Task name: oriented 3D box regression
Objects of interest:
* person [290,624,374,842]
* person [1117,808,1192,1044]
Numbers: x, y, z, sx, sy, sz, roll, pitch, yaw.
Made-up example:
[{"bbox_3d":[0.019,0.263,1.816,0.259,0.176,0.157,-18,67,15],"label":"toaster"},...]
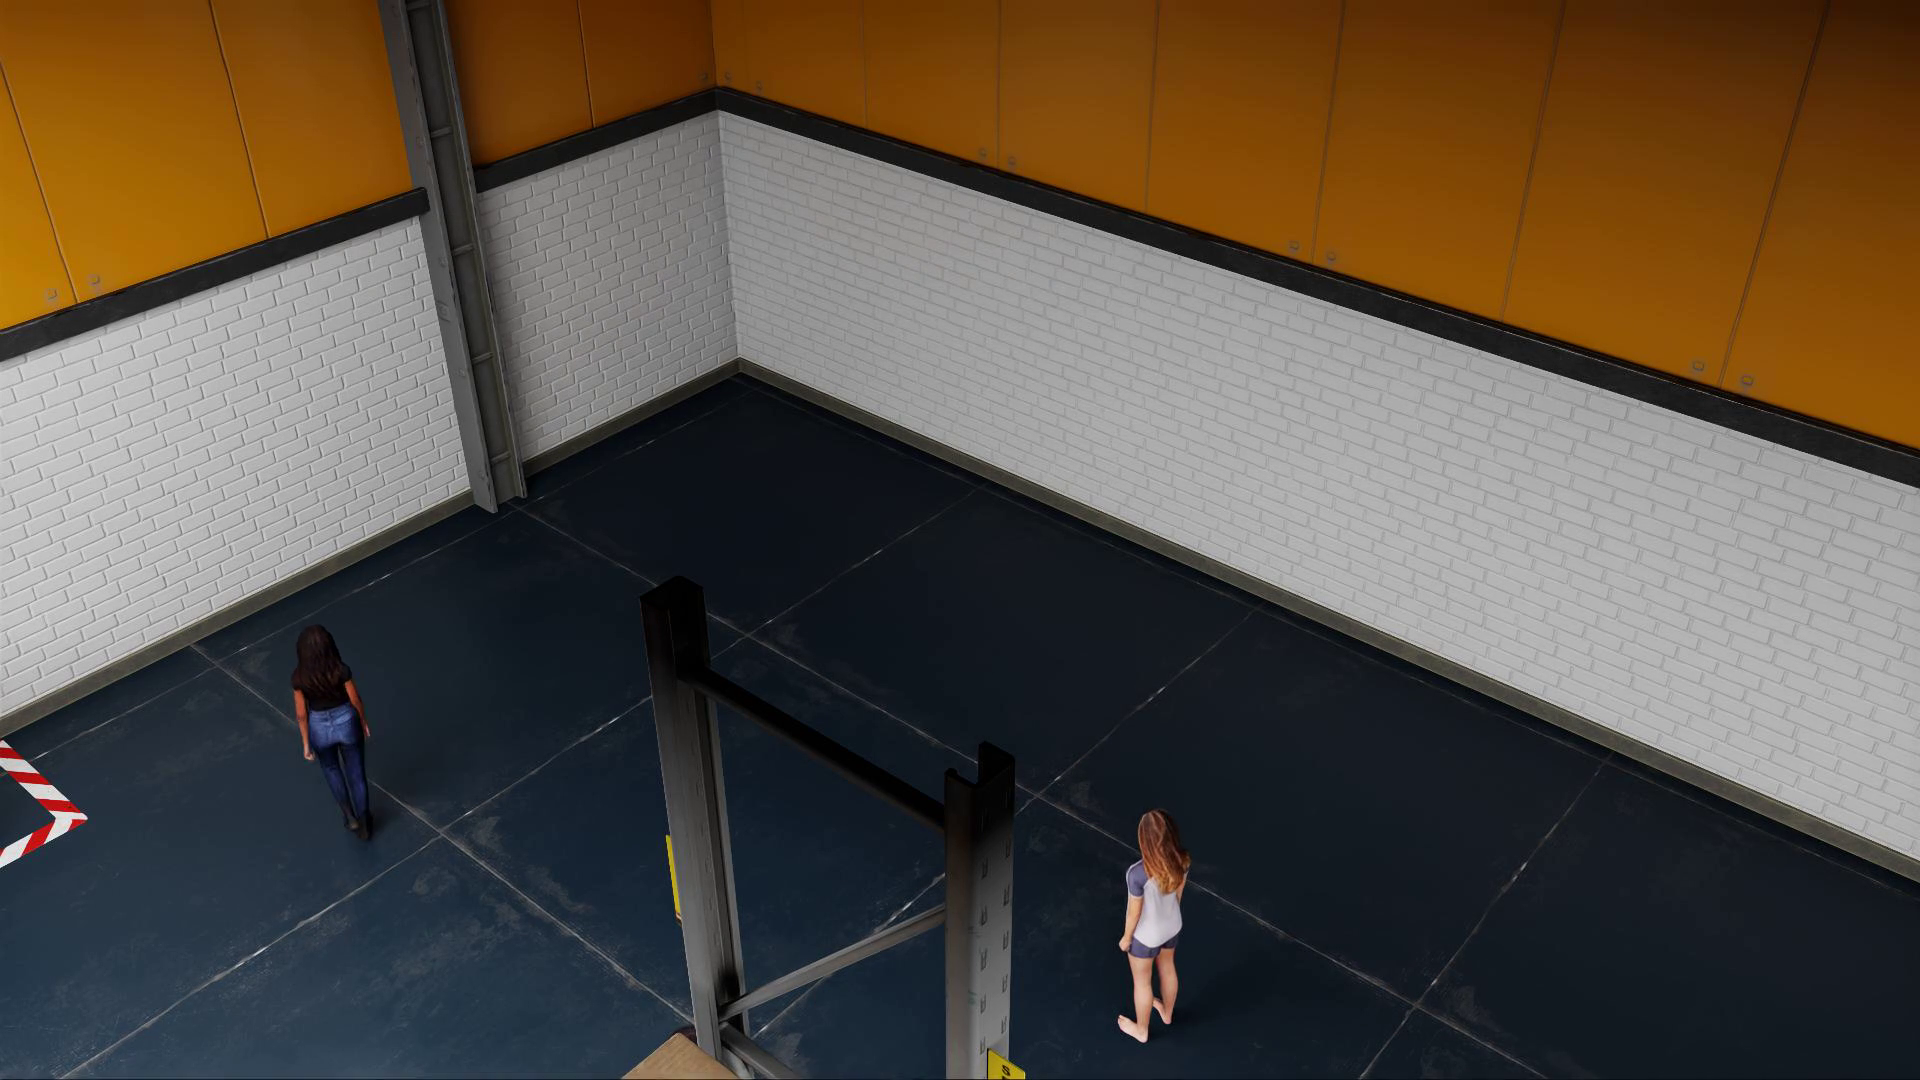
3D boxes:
[{"bbox_3d":[-4.183,1.366,11.180,0.674,1.724,0.762,-11,35,-16],"label":"person"},{"bbox_3d":[1.151,2.283,9.795,0.561,1.730,0.704,-21,39,-29],"label":"person"}]
